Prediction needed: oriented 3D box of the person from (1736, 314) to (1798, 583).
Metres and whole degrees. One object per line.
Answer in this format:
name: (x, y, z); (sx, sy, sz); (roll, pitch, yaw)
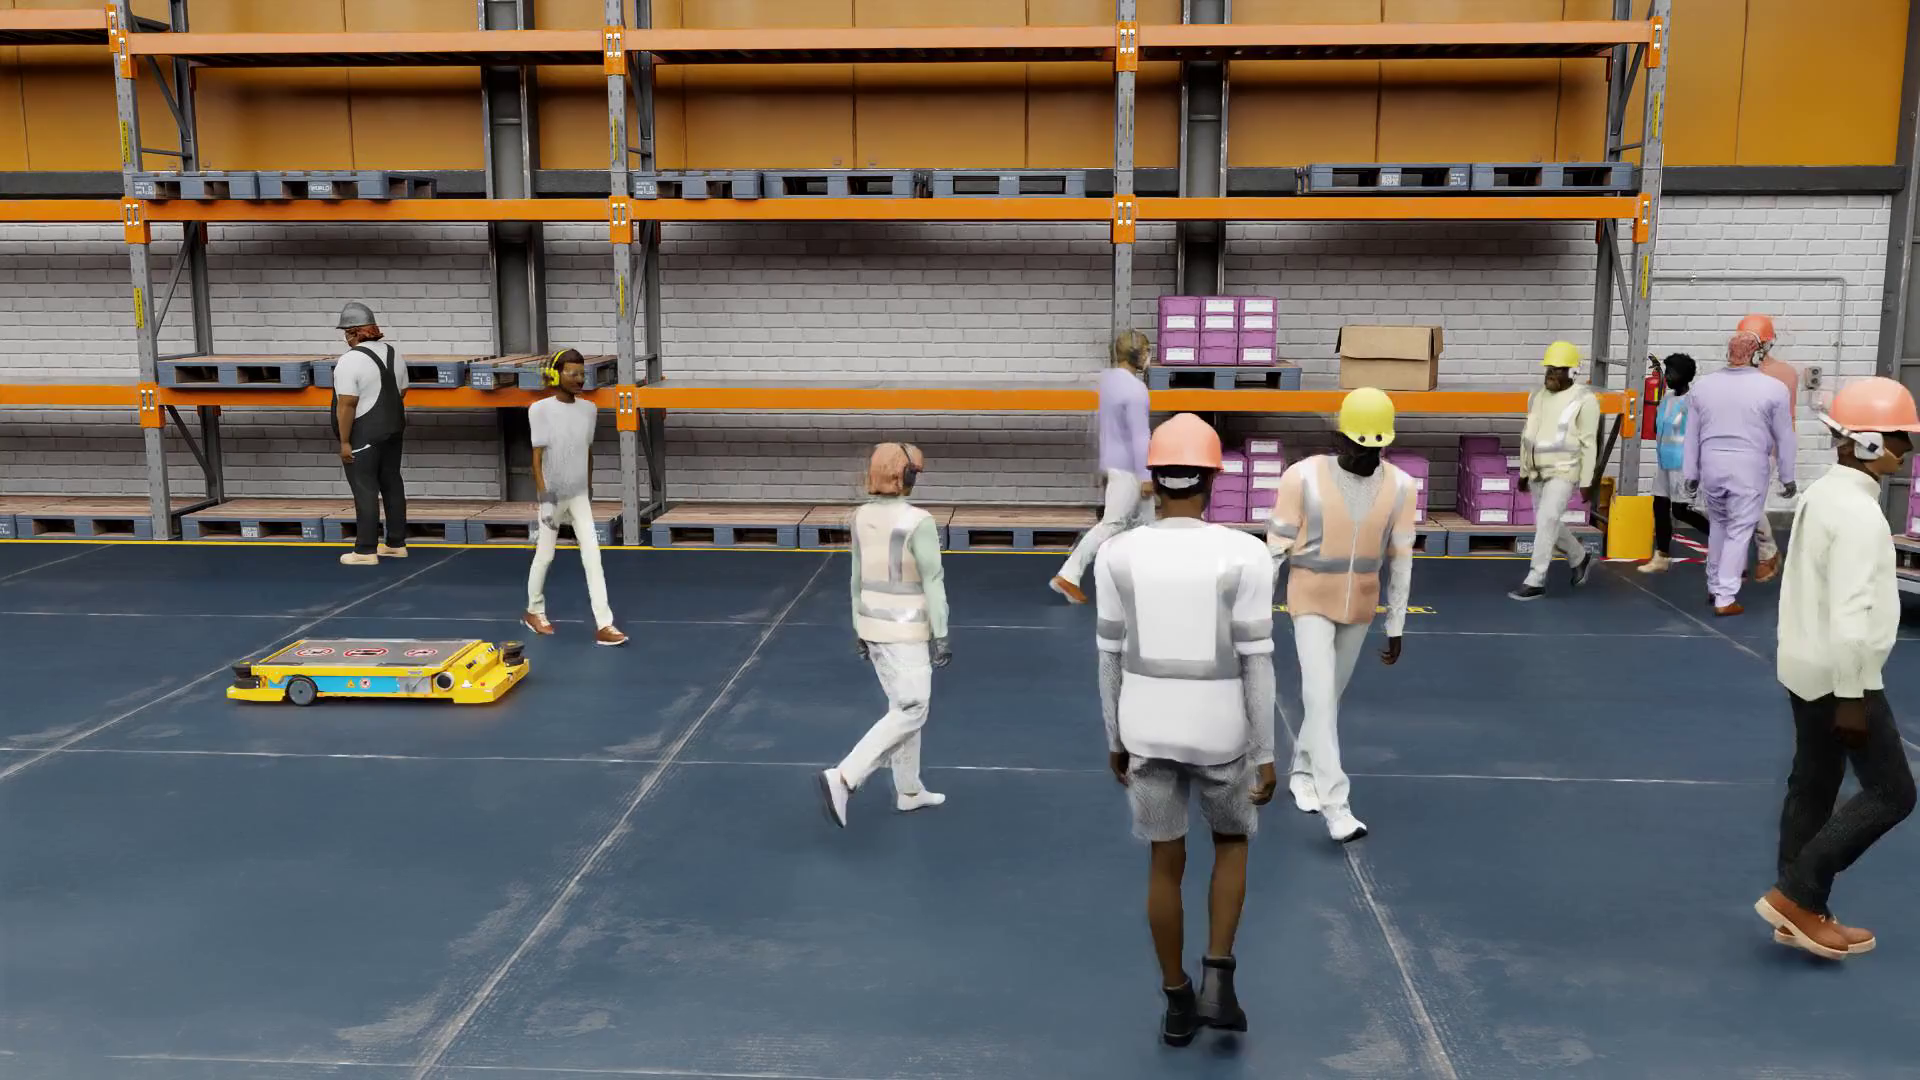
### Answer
person: (5.649, -0.631, 11.922); (0.437, 1.973, 0.642); (-5, 11, -25)

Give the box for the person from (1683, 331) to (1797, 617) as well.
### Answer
person: (5.241, -0.447, 11.128); (0.764, 1.879, 0.655); (-8, 13, -39)

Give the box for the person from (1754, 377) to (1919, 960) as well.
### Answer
person: (2.971, 0.447, 5.580); (0.435, 1.982, 0.642); (2, 10, 14)

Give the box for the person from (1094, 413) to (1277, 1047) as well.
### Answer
person: (0.688, 0.579, 5.048); (0.579, 1.907, 0.458); (3, 10, 18)

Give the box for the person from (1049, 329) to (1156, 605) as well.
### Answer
person: (1.079, -0.489, 11.336); (0.991, 1.902, 0.645); (-2, 10, -10)

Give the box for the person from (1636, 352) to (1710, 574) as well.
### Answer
person: (5.423, -0.561, 12.409); (0.575, 1.679, 0.532); (-1, 10, -8)

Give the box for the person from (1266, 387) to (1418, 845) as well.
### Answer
person: (1.559, 0.302, 6.815); (0.648, 1.847, 0.989); (-2, 10, -11)

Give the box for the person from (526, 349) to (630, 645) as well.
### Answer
person: (-2.440, -0.265, 10.257); (0.517, 1.822, 0.971); (-9, 13, -42)

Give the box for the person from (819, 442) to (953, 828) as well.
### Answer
person: (-0.320, 0.400, 6.926); (0.632, 1.612, 0.522); (-8, 12, -38)

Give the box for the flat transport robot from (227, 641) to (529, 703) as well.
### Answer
flat transport robot: (-3.156, 0.705, 9.085); (1.431, 0.197, 0.652); (0, 10, 2)

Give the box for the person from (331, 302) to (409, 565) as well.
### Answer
person: (-4.625, -0.837, 12.940); (0.535, 2.000, 0.683); (4, 11, 23)

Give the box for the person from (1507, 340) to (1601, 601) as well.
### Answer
person: (4.194, -0.495, 11.619); (0.837, 1.805, 0.595); (-4, 11, -25)
